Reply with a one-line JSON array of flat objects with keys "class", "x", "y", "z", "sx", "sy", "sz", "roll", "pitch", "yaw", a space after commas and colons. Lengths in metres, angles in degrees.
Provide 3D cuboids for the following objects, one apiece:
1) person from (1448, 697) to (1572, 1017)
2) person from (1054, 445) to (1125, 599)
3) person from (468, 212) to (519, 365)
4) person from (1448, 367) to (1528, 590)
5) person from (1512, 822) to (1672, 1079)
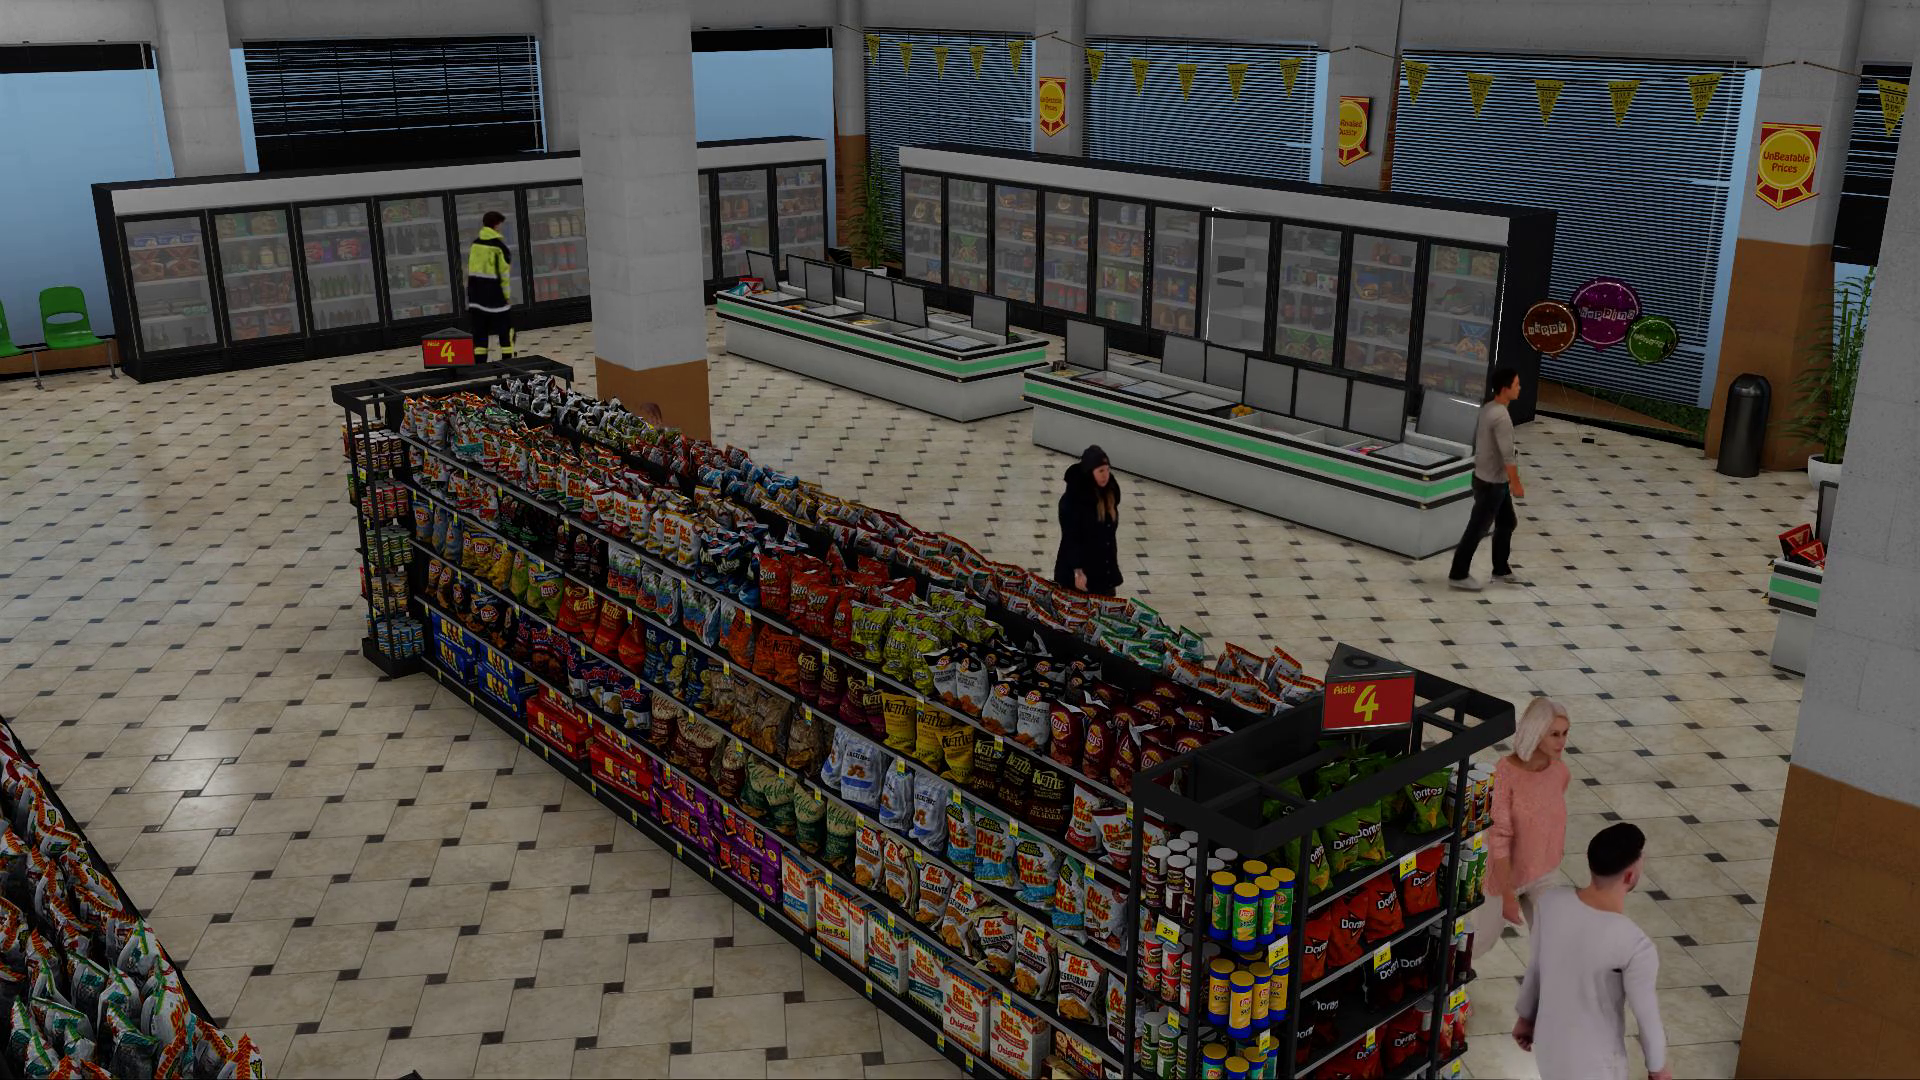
[{"class": "person", "x": 2.423, "y": 1.487, "z": 7.443, "sx": 0.864, "sy": 1.679, "sz": 1.200, "roll": -7, "pitch": 20, "yaw": -21}, {"class": "person", "x": 0.815, "y": 0.173, "z": 11.393, "sx": 0.689, "sy": 1.645, "sz": 0.953, "roll": -14, "pitch": 23, "yaw": -35}, {"class": "person", "x": -5.796, "y": -3.010, "z": 20.349, "sx": 1.000, "sy": 1.954, "sz": 1.044, "roll": 6, "pitch": 20, "yaw": 18}, {"class": "person", "x": 4.069, "y": -0.462, "z": 13.050, "sx": 1.005, "sy": 1.788, "sz": 0.928, "roll": 4, "pitch": 19, "yaw": 13}, {"class": "person", "x": 2.221, "y": 1.887, "z": 6.051, "sx": 0.903, "sy": 1.809, "sz": 1.012, "roll": -8, "pitch": 20, "yaw": -23}]
